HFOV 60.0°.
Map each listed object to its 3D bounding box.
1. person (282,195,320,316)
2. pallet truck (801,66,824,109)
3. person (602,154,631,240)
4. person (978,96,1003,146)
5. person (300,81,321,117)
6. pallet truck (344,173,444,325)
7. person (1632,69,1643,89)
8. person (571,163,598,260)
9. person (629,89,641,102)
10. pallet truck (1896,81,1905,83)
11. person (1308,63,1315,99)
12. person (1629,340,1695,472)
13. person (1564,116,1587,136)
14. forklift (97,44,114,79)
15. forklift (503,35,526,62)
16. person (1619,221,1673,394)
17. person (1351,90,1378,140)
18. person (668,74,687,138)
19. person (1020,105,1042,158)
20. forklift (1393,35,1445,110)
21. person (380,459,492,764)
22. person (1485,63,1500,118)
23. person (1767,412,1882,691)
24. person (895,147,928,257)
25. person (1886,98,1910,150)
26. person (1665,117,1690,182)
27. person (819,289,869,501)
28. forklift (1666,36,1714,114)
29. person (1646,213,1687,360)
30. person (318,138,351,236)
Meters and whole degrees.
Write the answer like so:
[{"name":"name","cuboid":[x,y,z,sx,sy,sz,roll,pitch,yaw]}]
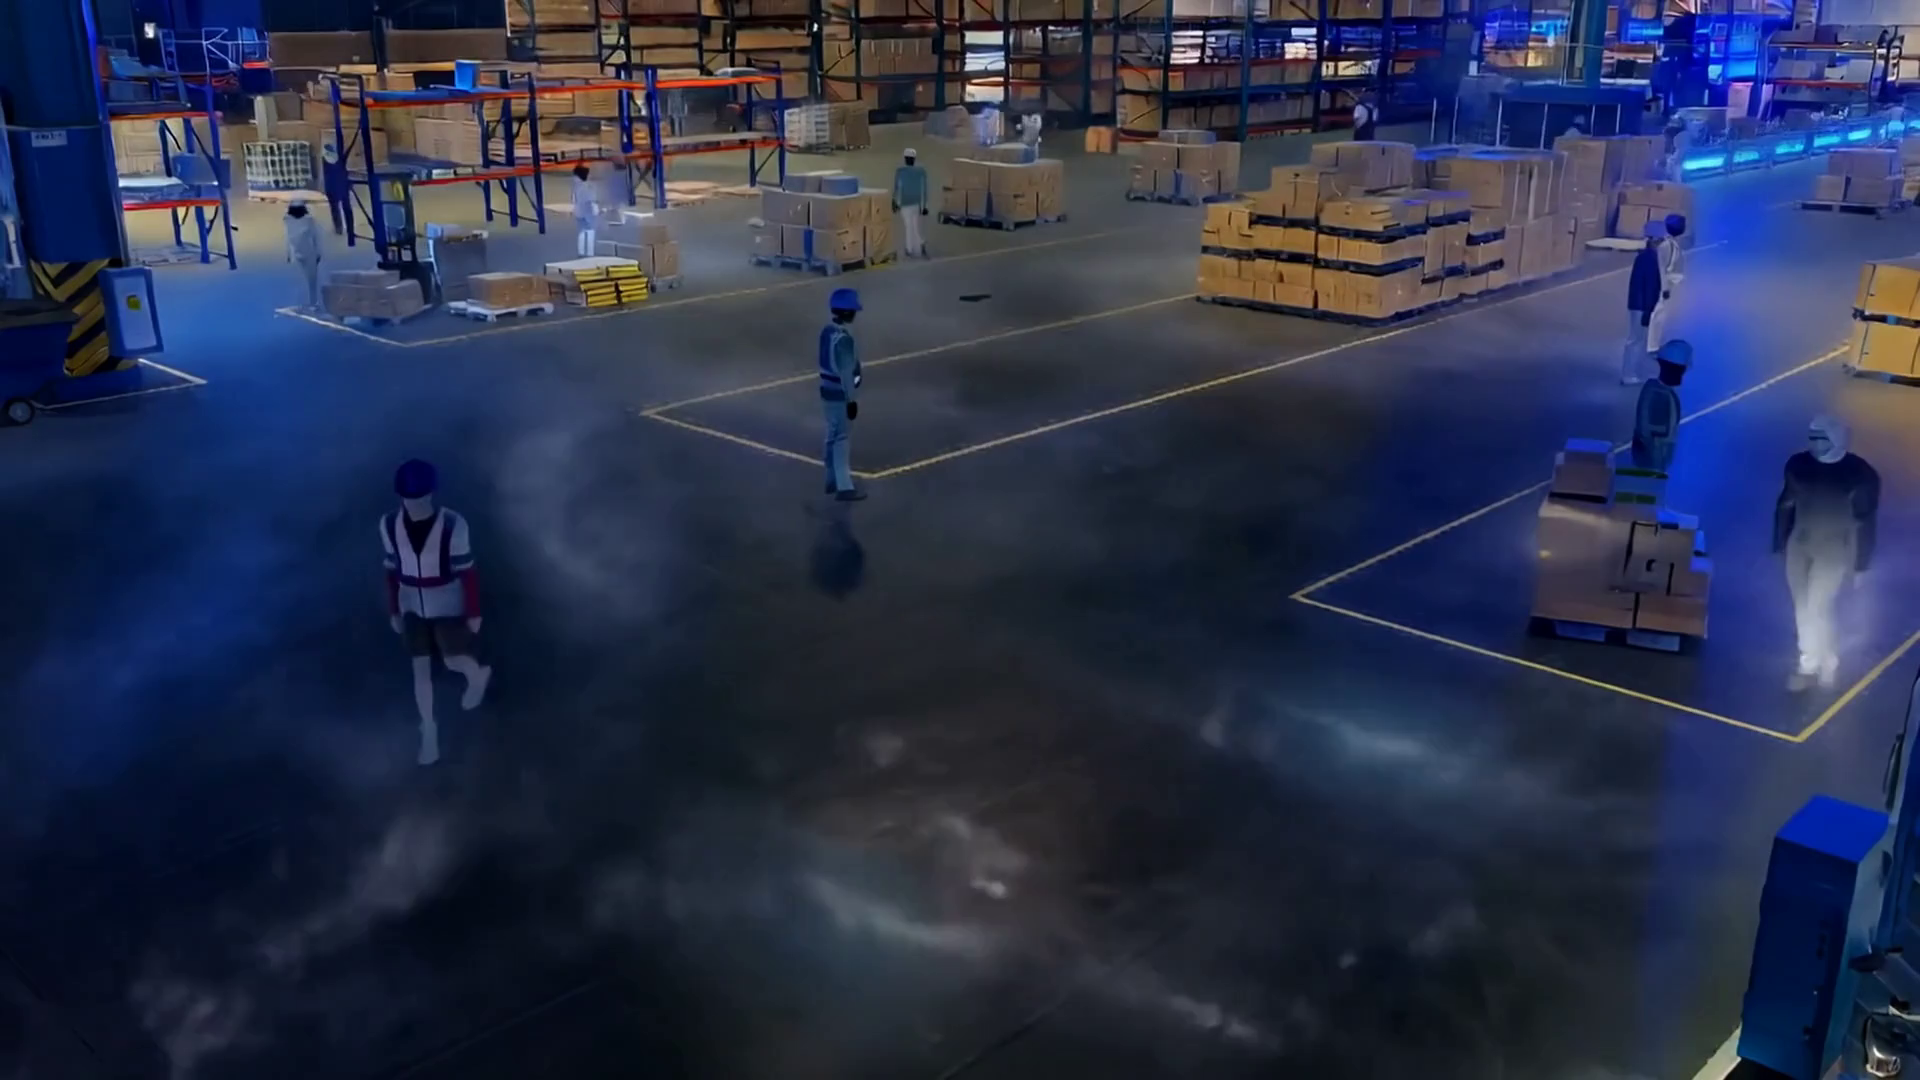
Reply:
[{"name":"person","cuboid":[-9.469,-4.086,23.925,0.505,1.699,0.866,-3,19,-8]},{"name":"pallet truck","cuboid":[-4.812,-15.182,56.903,0.823,1.965,1.885,-9,21,-26]},{"name":"person","cuboid":[-6.168,-6.074,29.877,0.818,1.734,0.533,16,24,39]},{"name":"person","cuboid":[0.735,-10.484,42.936,0.716,1.892,0.366,3,19,8]},{"name":"person","cuboid":[-19.220,-12.650,49.432,0.598,1.905,0.446,-17,25,-42]},{"name":"pallet truck","cuboid":[-8.209,-4.181,23.757,0.823,1.965,1.885,3,19,9]},{"name":"person","cuboid":[25.488,-16.936,62.778,0.344,1.618,0.519,-8,20,-23]},{"name":"person","cuboid":[-6.389,-5.570,28.413,0.537,1.695,0.320,13,22,34]},{"name":"person","cuboid":[-9.289,-12.021,47.511,0.729,1.920,0.566,15,23,38]},{"name":"pallet truck","cuboid":[34.802,-16.331,61.455,0.653,1.274,1.630,17,25,41]},{"name":"person","cuboid":[14.500,-18.972,68.455,0.651,1.911,0.409,-11,21,-29]},{"name":"person","cuboid":[5.520,-0.640,13.210,0.383,1.921,0.585,5,19,15]},{"name":"person","cuboid":[13.949,-8.741,37.844,0.608,1.782,0.955,-13,22,-33]},{"name":"forklift","cuboid":[-27.144,-14.333,52.966,1.873,2.768,1.129,-4,19,-12]},{"name":"forklift","cuboid":[-16.784,-17.651,62.961,1.873,2.768,1.129,6,19,17]},{"name":"person","cuboid":[7.968,-2.709,19.328,0.396,1.992,0.623,6,19,16]},{"name":"person","cuboid":[10.450,-10.641,43.154,0.700,2.000,0.619,-8,20,-24]},{"name":"person","cuboid":[-8.835,-13.564,52.075,0.603,1.967,0.366,-7,19,-19]},{"name":"person","cuboid":[1.821,-10.386,42.968,0.556,1.664,0.798,2,19,7]},{"name":"forklift","cuboid":[17.477,-17.688,63.072,1.873,2.768,1.129,7,20,21]},{"name":"person","cuboid":[-3.225,0.353,10.273,0.566,1.906,0.847,0,18,0]},{"name":"person","cuboid":[19.399,-16.312,60.410,0.457,1.922,0.646,5,19,14]},{"name":"person","cuboid":[5.675,0.089,11.018,0.439,1.909,0.641,-10,21,-29]},{"name":"person","cuboid":[-0.856,-5.886,29.033,0.582,1.909,0.437,-8,20,-24]},{"name":"person","cuboid":[25.912,-11.372,45.952,0.858,1.642,0.549,-16,24,-40]},{"name":"person","cuboid":[15.794,-8.346,36.534,0.544,1.853,0.446,-15,24,-38]},{"name":"person","cuboid":[-1.081,-1.328,15.258,0.411,1.937,0.604,-7,19,-19]},{"name":"forklift","cuboid":[27.341,-17.291,61.877,1.129,2.768,1.873,17,25,41]},{"name":"person","cuboid":[8.974,-3.224,21.119,0.429,1.844,0.626,7,20,21]},{"name":"person","cuboid":[-11.881,-6.706,31.623,0.554,1.830,0.409,0,18,-1]}]
